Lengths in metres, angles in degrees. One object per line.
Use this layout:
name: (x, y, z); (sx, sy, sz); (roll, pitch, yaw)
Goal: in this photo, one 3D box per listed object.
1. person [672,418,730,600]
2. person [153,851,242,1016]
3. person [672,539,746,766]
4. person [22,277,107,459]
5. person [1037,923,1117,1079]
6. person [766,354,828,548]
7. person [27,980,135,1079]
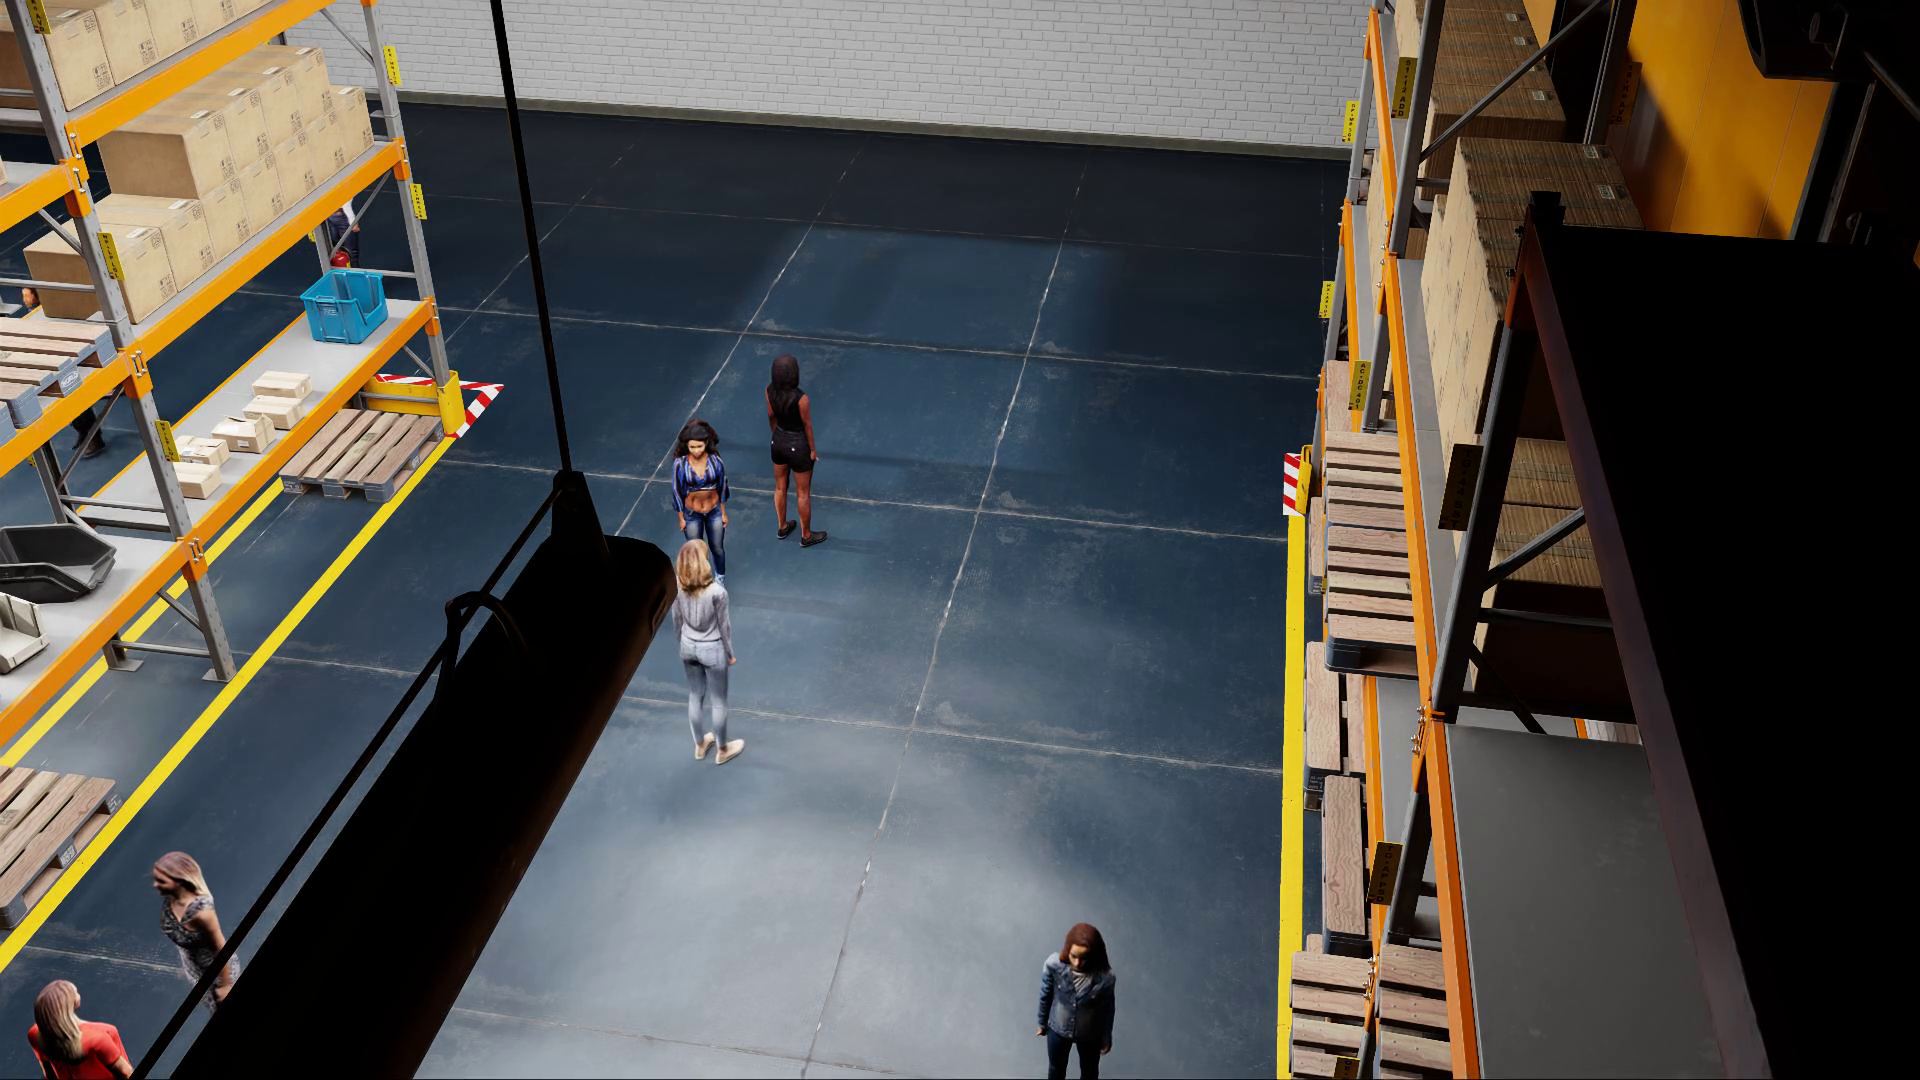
person: (-2.014, -0.206, 13.028); (0.684, 1.616, 0.683); (-8, 34, -12)
person: (-4.094, 2.335, 9.125); (0.643, 1.705, 0.654); (25, 41, 33)
person: (-1.756, 0.765, 11.406); (0.632, 1.795, 0.577); (13, 36, 19)
person: (-7.974, -1.560, 14.937); (0.735, 1.759, 0.726); (15, 36, 21)
person: (0.626, 2.603, 8.927); (0.569, 1.478, 0.511); (7, 34, 11)
person: (-1.388, -0.752, 13.737); (0.663, 1.741, 0.645); (21, 39, 28)
person: (-4.330, 2.840, 8.376); (0.600, 1.693, 0.534); (4, 34, 5)
